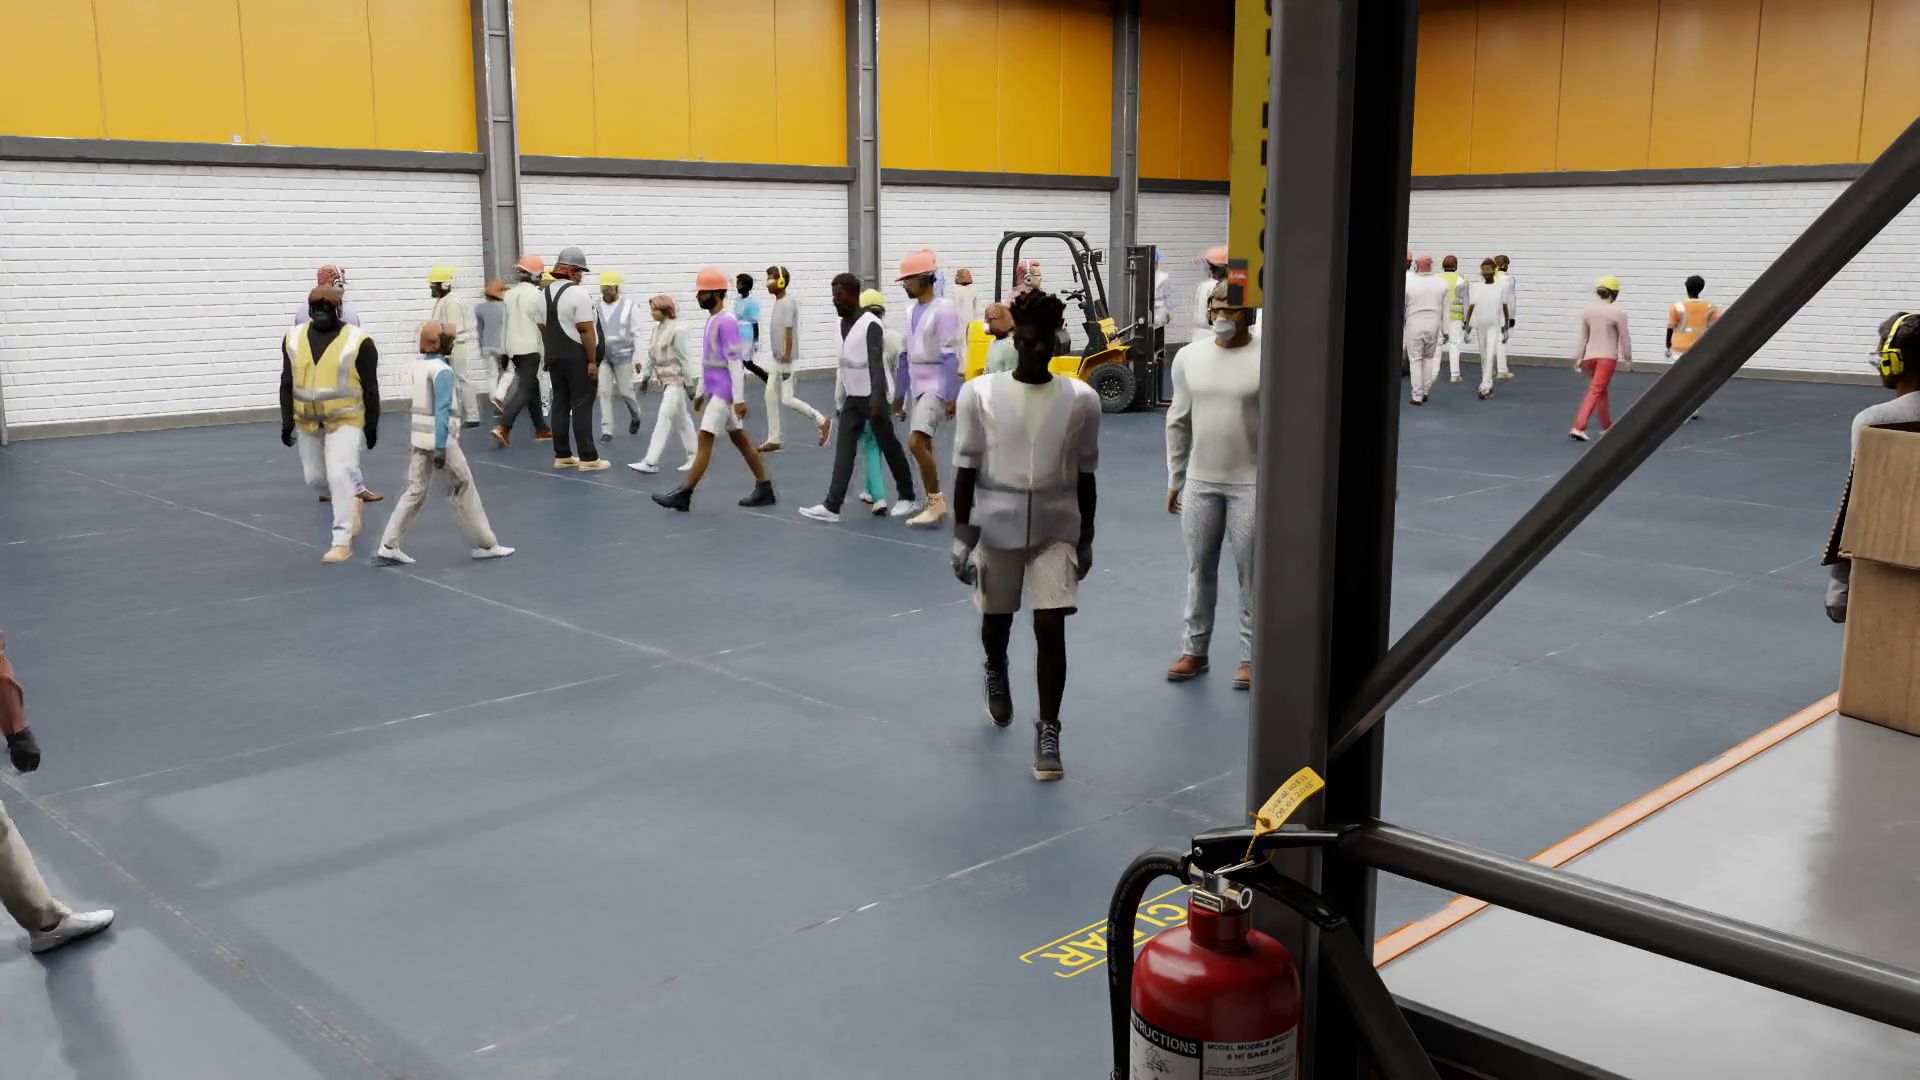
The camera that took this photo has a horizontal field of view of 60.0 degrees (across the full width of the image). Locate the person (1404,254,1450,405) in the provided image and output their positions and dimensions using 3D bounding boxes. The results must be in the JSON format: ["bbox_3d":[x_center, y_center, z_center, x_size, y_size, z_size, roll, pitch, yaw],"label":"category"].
[{"bbox_3d":[5.811,-2.660,21.058,0.680,1.883,0.689,0,10,-2],"label":"person"}]

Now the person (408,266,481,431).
[{"bbox_3d":[-5.643,-2.063,18.047,0.840,1.790,0.608,-6,12,-30],"label":"person"}]

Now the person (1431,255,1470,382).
[{"bbox_3d":[7.121,-3.226,24.283,0.627,1.844,0.429,5,12,27],"label":"person"}]

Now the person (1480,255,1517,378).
[{"bbox_3d":[8.101,-3.358,25.004,0.429,1.843,0.627,-7,12,-33],"label":"person"}]

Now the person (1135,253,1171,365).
[{"bbox_3d":[3.129,-3.696,26.690,0.622,1.909,0.930,7,12,33],"label":"person"}]

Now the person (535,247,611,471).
[{"bbox_3d":[-3.499,-1.659,15.189,0.674,2.000,0.535,8,13,38],"label":"person"}]

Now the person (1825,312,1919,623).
[{"bbox_3d":[3.380,0.117,6.009,0.513,1.861,0.327,-2,11,-12],"label":"person"}]

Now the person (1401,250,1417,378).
[{"bbox_3d":[6.689,-3.402,25.035,0.565,1.912,0.599,4,11,21],"label":"person"}]

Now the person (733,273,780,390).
[{"bbox_3d":[-2.656,-2.568,21.156,0.787,1.668,0.531,-5,12,-26],"label":"person"}]

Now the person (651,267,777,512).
[{"bbox_3d":[-1.892,-1.163,12.913,1.017,1.879,0.573,-4,11,-18],"label":"person"}]

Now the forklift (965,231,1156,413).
[{"bbox_3d":[1.222,-2.721,20.561,2.313,2.155,1.214,2,11,13],"label":"forklift"}]

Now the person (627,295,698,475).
[{"bbox_3d":[-2.643,-1.378,14.863,0.825,1.591,0.518,-7,12,-33],"label":"person"}]

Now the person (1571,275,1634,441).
[{"bbox_3d":[6.688,-1.894,17.353,0.917,1.720,0.530,-6,12,-30],"label":"person"}]

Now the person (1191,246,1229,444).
[{"bbox_3d":[2.480,-1.904,16.562,0.585,2.031,0.608,-1,10,-5],"label":"person"}]

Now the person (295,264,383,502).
[{"bbox_3d":[-4.964,-1.241,13.291,0.639,1.905,0.407,5,12,26],"label":"person"}]

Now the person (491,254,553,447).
[{"bbox_3d":[-4.475,-1.926,16.937,0.661,1.948,0.976,7,13,35],"label":"person"}]

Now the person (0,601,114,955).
[{"bbox_3d":[-2.824,0.506,4.602,0.546,1.593,0.858,7,12,32],"label":"person"}]

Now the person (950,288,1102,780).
[{"bbox_3d":[0.263,-0.065,6.805,0.611,1.936,0.891,0,10,-1],"label":"person"}]

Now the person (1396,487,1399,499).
[{"bbox_3d":[3.205,-1.189,13.127,0.579,1.849,0.864,8,13,39],"label":"person"}]

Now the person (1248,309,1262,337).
[{"bbox_3d":[2.505,-1.232,13.413,0.873,1.840,0.608,-8,13,-36],"label":"person"}]

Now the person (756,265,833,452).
[{"bbox_3d":[-1.672,-1.779,16.391,0.728,1.843,0.523,-5,12,-25],"label":"person"}]

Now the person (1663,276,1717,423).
[{"bbox_3d":[8.326,-2.176,19.018,0.537,1.676,0.514,0,10,1],"label":"person"}]

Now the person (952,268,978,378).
[{"bbox_3d":[0.060,-3.241,24.920,0.277,1.636,0.507,10,14,43],"label":"person"}]

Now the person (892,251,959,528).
[{"bbox_3d":[-0.290,-1.078,12.105,0.497,2.027,0.631,-6,12,-29],"label":"person"}]

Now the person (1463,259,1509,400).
[{"bbox_3d":[6.863,-2.752,21.753,0.542,1.815,0.975,6,12,30],"label":"person"}]

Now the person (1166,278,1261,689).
[{"bbox_3d":[1.267,-0.264,7.867,0.635,1.936,0.356,6,12,28],"label":"person"}]

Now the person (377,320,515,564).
[{"bbox_3d":[-3.415,-0.630,10.819,0.870,1.591,0.522,-9,13,-39],"label":"person"}]

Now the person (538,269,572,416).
[{"bbox_3d":[-4.840,-2.340,19.733,0.490,1.735,0.330,-1,10,-5],"label":"person"}]

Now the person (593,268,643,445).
[{"bbox_3d":[-3.561,-1.910,17.206,0.607,1.807,0.732,2,11,8],"label":"person"}]

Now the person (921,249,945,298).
[{"bbox_3d":[-0.459,-3.265,24.231,0.354,1.939,0.544,8,13,36],"label":"person"}]

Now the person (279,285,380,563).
[{"bbox_3d":[-4.166,-0.795,11.094,0.631,1.816,0.763,1,10,6],"label":"person"}]

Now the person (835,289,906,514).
[{"bbox_3d":[-0.684,-1.079,12.903,0.536,1.722,0.898,-4,11,-20],"label":"person"}]

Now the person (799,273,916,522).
[{"bbox_3d":[-0.719,-1.066,12.479,1.021,1.848,0.716,-7,13,-35],"label":"person"}]

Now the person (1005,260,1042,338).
[{"bbox_3d":[0.625,-1.595,15.209,0.409,1.909,0.640,-2,11,-11],"label":"person"}]

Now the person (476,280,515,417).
[{"bbox_3d":[-5.444,-2.245,19.531,0.509,1.610,0.373,3,11,16],"label":"person"}]

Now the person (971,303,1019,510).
[{"bbox_3d":[0.241,-1.025,12.914,0.740,1.603,0.497,-2,11,-11],"label":"person"}]
